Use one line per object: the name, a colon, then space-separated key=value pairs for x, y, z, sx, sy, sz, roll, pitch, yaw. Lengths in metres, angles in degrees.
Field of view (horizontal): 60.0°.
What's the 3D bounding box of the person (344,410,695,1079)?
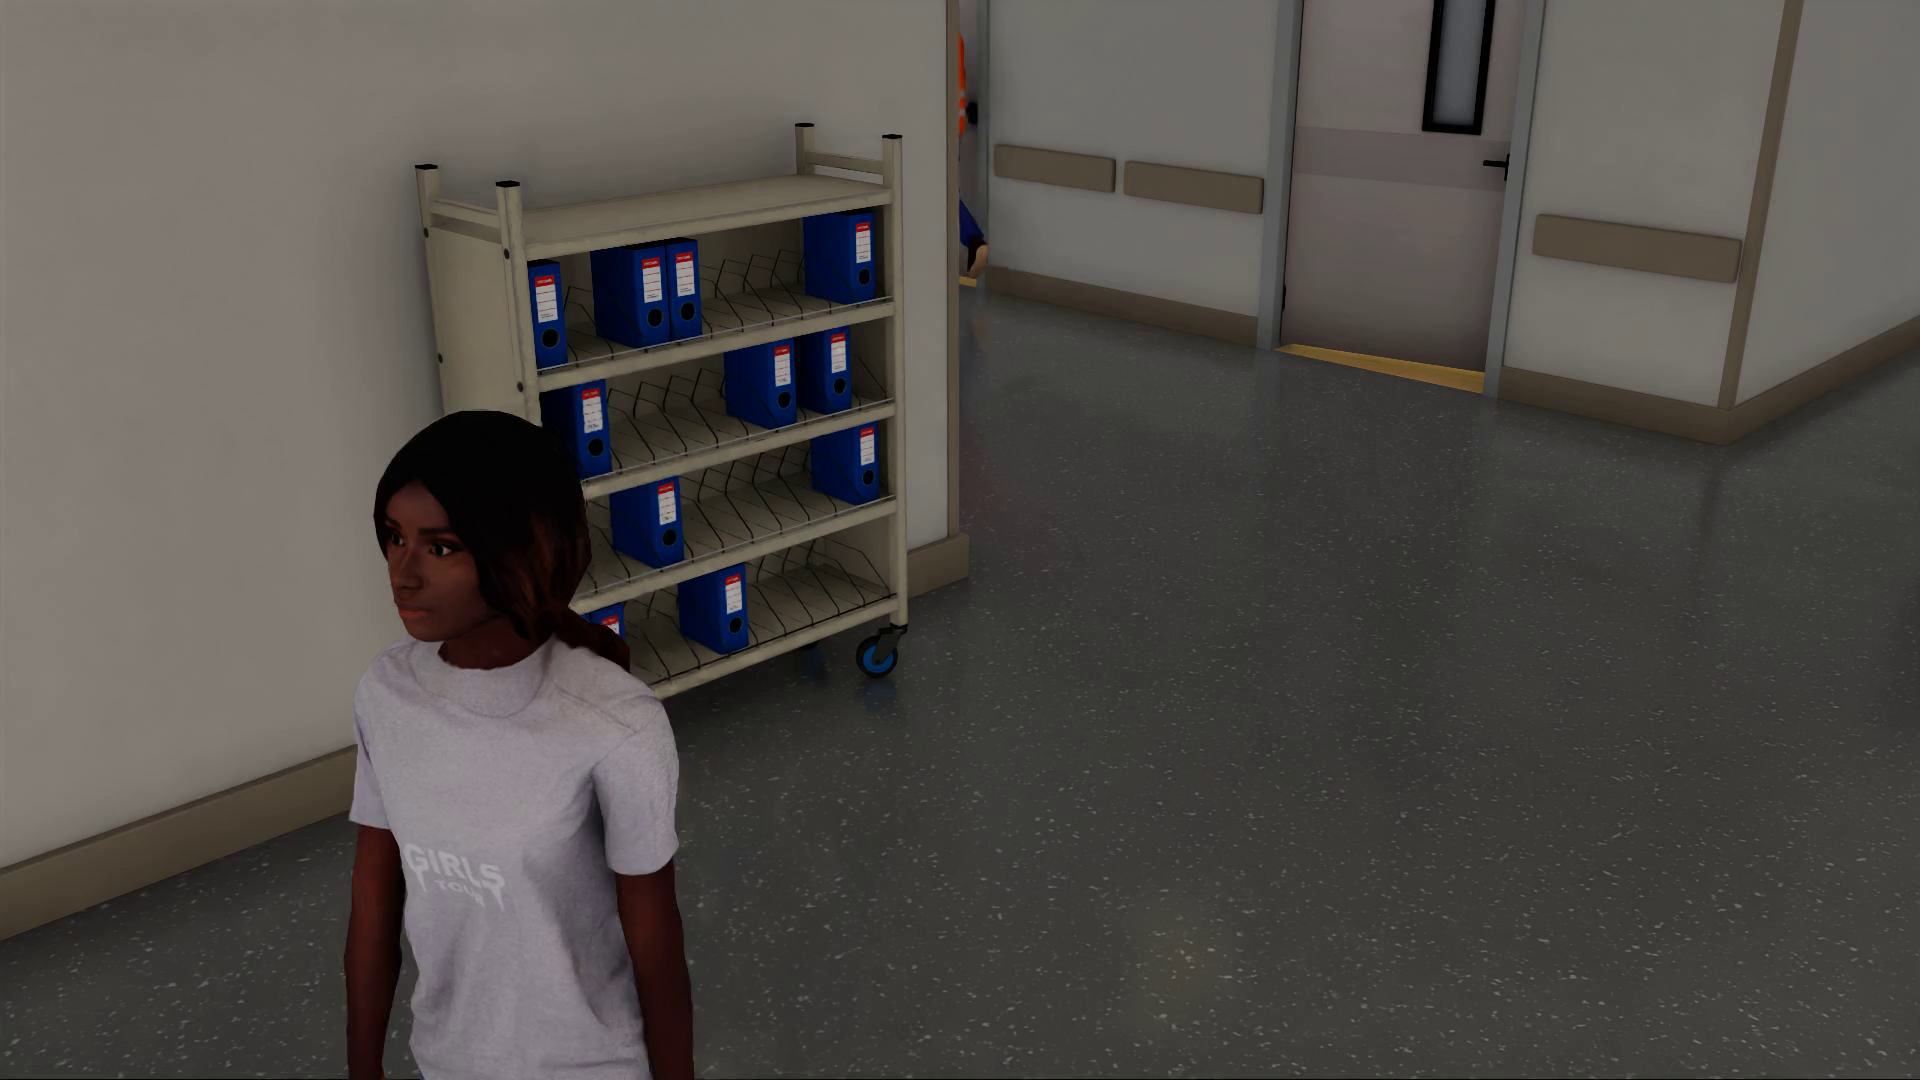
person: x=-0.485 y=0.663 z=2.127 sx=0.847 sy=1.681 sz=1.203 roll=11 pitch=23 yaw=26
